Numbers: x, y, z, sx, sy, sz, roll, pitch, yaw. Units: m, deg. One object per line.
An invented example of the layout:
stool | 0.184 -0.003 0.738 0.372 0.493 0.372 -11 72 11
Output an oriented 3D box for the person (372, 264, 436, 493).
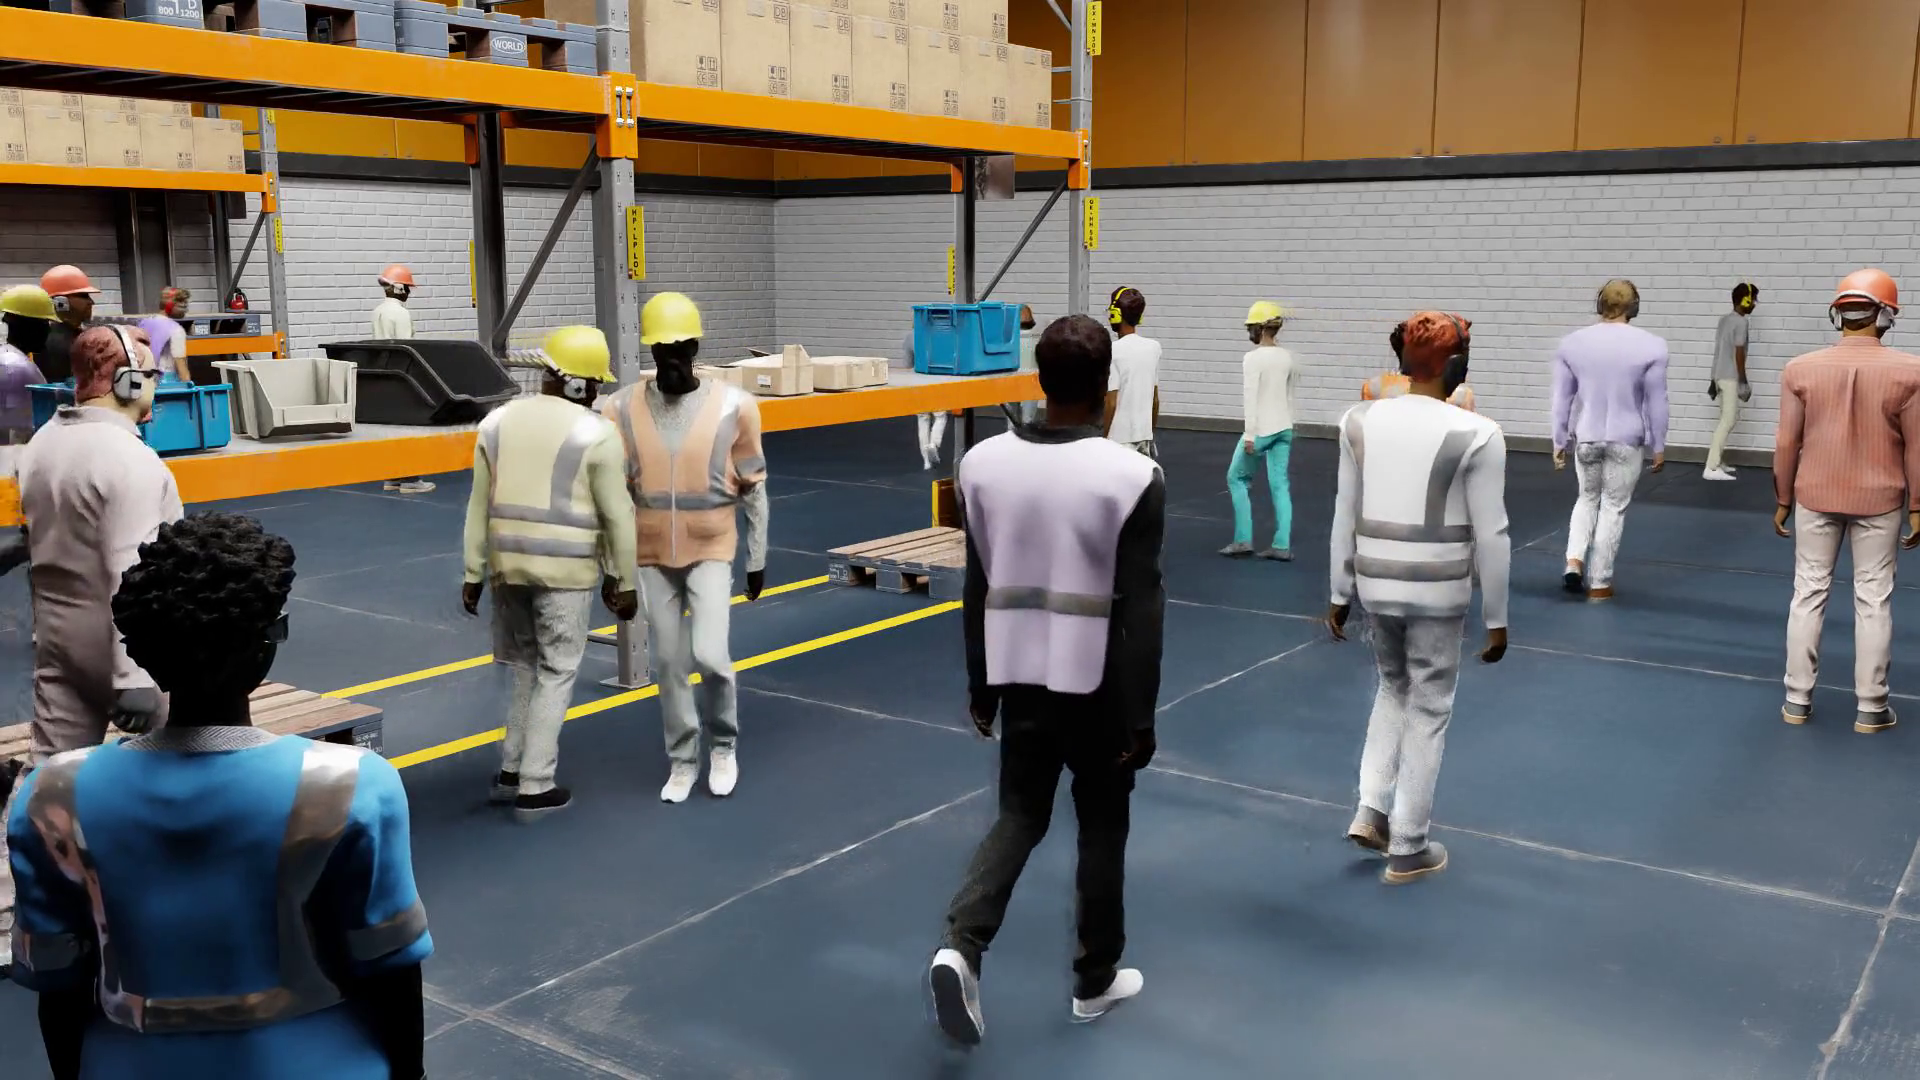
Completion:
person | -4.909 -1.410 14.575 0.382 1.994 0.608 -9 13 -44

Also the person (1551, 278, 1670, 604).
person | 3.842 -0.577 9.810 0.639 1.921 0.434 8 12 39

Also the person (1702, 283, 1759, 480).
person | 7.198 -1.487 15.603 0.544 1.819 0.742 1 10 4

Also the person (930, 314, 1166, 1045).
person | 0.220 0.376 4.267 0.589 1.896 0.726 6 11 32

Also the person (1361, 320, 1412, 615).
person | 2.497 -0.377 9.317 0.531 1.693 0.320 4 10 20

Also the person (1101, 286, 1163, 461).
person | 0.993 -0.582 10.009 0.519 1.874 0.327 -8 13 -41

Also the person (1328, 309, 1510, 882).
person | 1.506 0.190 5.418 0.423 1.865 0.599 -9 13 -43

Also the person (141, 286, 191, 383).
person | -6.761 -1.246 14.158 0.618 1.804 0.454 8 12 39

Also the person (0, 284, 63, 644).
person | -4.956 -0.370 8.648 0.649 1.899 0.614 -8 12 -38

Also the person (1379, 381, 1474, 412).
person | 2.473 -0.278 8.895 0.514 1.637 0.315 2 10 14

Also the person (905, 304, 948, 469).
person | -0.308 -1.465 16.039 0.496 1.616 0.464 3 10 15

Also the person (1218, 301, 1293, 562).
person | 2.015 -0.732 11.249 0.551 1.741 0.630 -9 13 -42

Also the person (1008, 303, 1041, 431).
person | 0.620 -1.467 16.044 0.514 1.612 0.638 2 10 10

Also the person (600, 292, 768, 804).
person | -1.019 0.047 6.153 0.596 1.912 0.461 1 10 5

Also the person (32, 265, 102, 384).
person | -5.037 -0.561 9.508 0.376 1.997 0.612 -2 10 -10

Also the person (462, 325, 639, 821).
person | -1.492 0.115 6.093 0.611 1.790 0.557 4 10 23

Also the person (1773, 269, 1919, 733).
person | 3.841 -0.164 7.181 0.611 1.985 0.393 7 12 36

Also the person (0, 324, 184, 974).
person | -2.466 0.304 4.835 0.647 1.851 1.013 6 11 33

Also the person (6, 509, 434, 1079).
person | -0.979 0.803 2.280 0.535 1.697 0.318 -1 10 -5
